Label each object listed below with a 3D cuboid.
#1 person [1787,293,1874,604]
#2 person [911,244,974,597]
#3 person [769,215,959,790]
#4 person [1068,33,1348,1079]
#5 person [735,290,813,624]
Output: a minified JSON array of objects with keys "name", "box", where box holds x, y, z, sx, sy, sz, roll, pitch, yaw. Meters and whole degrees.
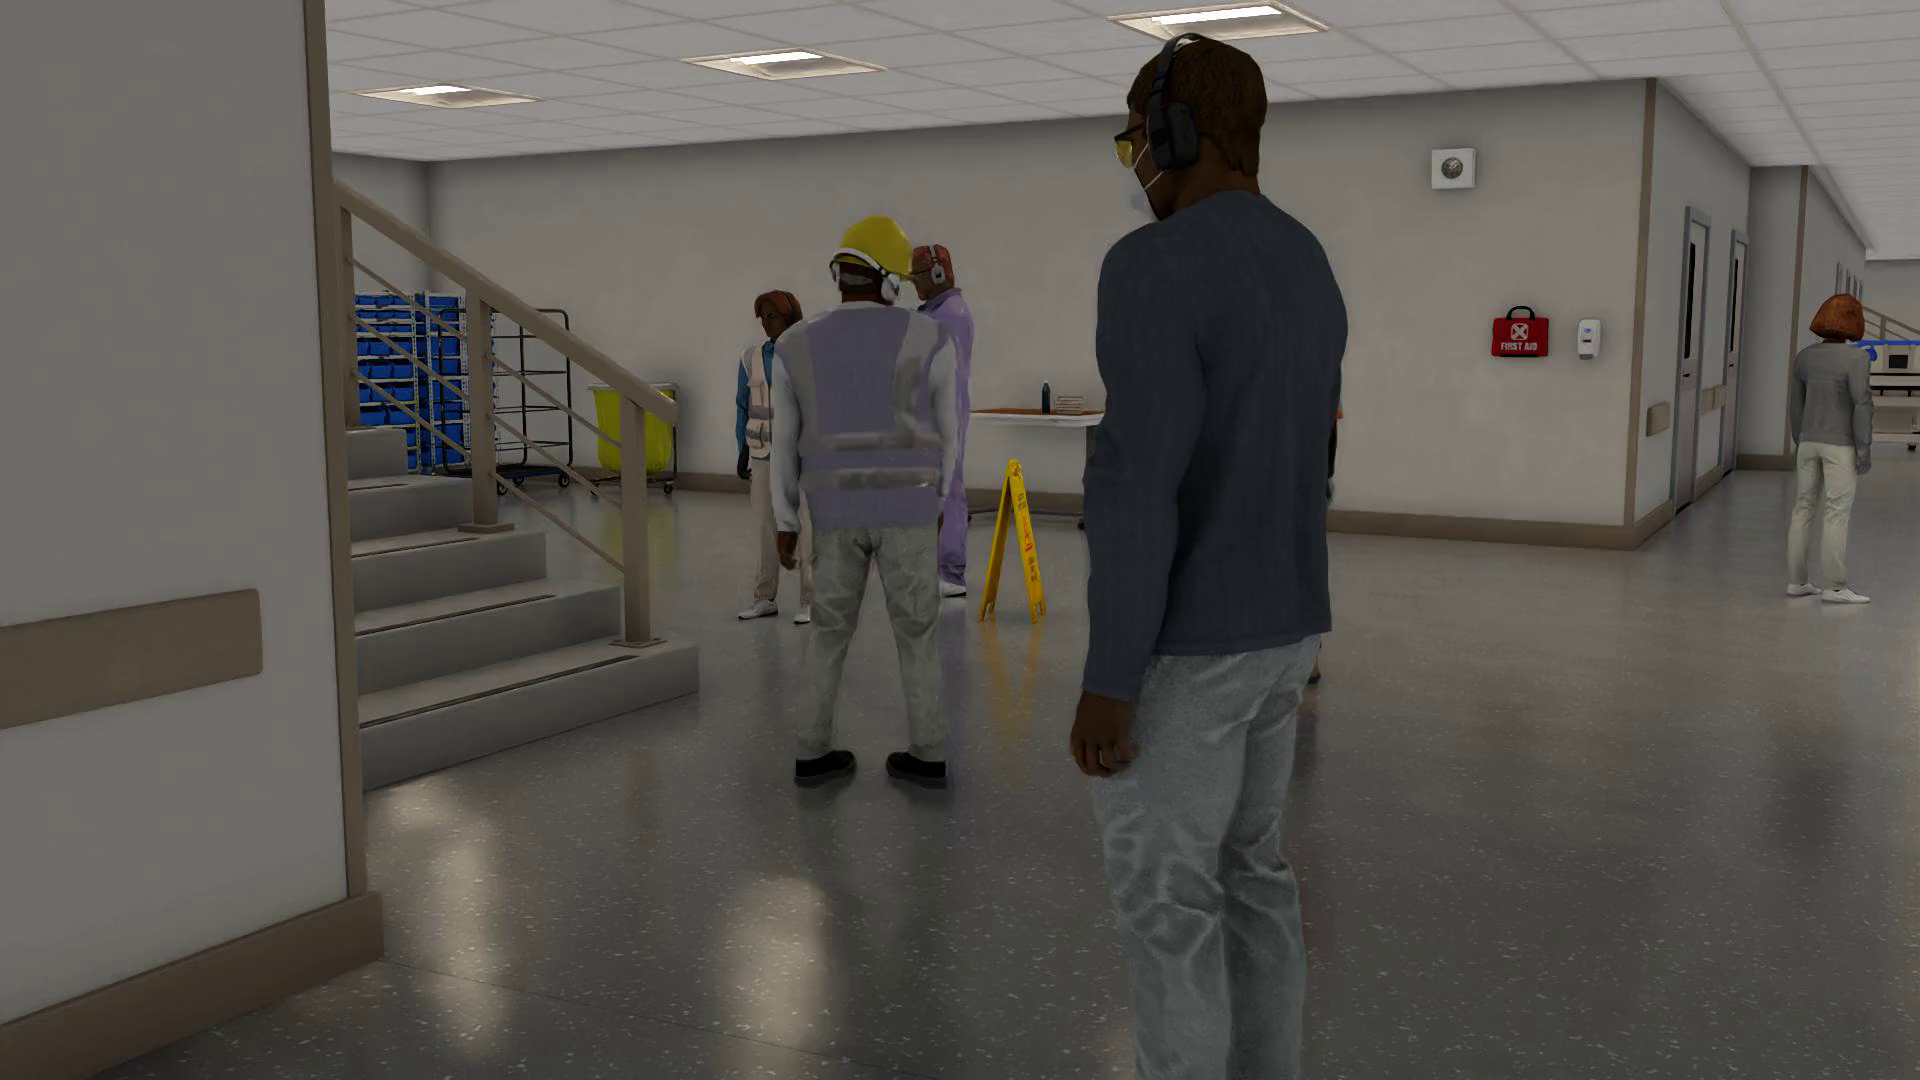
[{"name":"person","box":[4.613,-0.481,8.808,0.283,1.633,0.497,-2,8,-18]},{"name":"person","box":[-0.137,-0.638,9.003,0.407,1.903,0.639,-1,7,-7]},{"name":"person","box":[-0.295,-0.103,5.226,0.588,1.814,0.438,2,8,12]},{"name":"person","box":[0.392,0.175,2.658,0.386,1.927,0.641,5,9,35]},{"name":"person","box":[-0.873,-0.405,8.206,0.523,1.638,0.310,3,8,24]}]
